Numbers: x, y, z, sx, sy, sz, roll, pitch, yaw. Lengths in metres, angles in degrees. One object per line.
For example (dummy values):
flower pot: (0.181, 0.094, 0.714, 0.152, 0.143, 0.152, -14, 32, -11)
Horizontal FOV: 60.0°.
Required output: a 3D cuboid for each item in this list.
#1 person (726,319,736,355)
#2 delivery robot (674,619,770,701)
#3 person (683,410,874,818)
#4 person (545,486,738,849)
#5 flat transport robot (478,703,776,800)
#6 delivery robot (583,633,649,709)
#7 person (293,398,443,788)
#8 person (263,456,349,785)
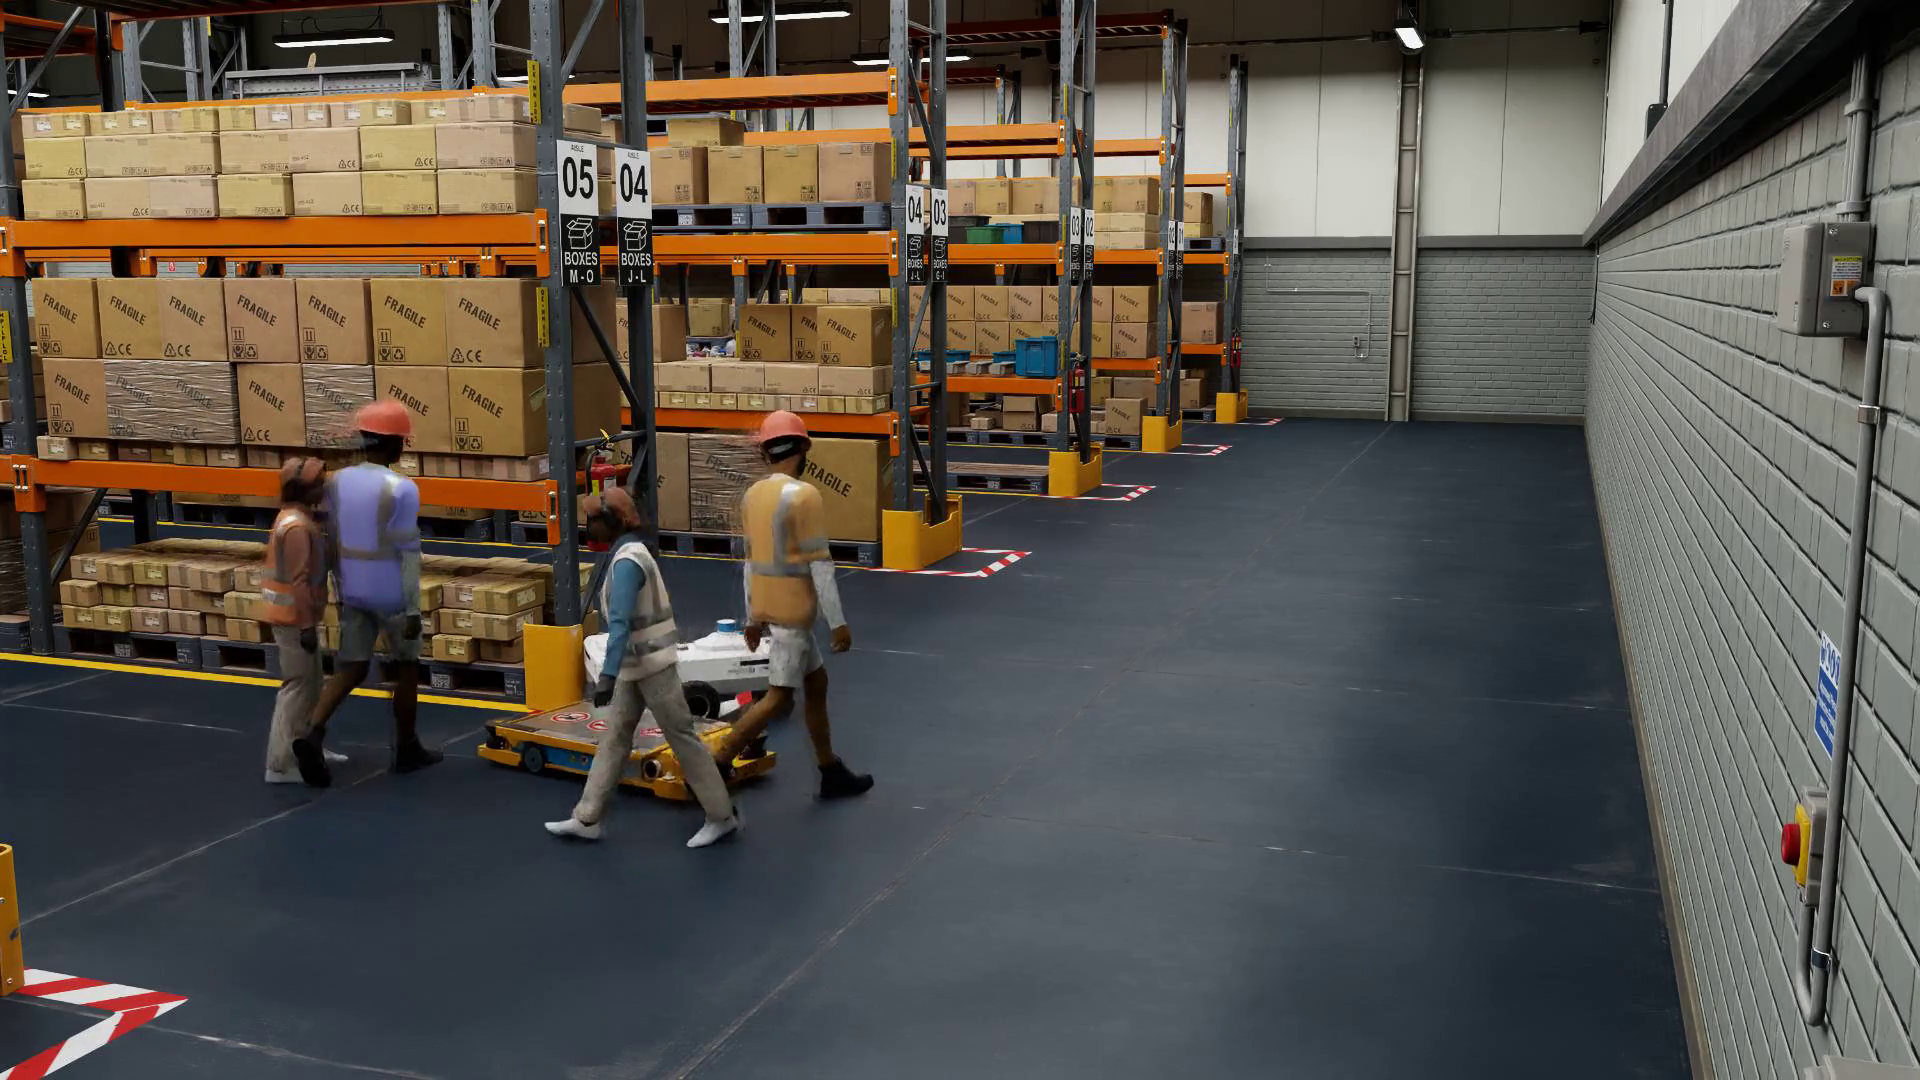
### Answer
person: (-3.194, -2.260, 23.971, 0.314, 1.871, 0.529, 3, 10, 19)
delivery robot: (-1.304, 0.690, 9.343, 0.707, 0.478, 0.477, -3, 10, -20)
person: (-0.863, 0.342, 7.727, 0.949, 1.872, 0.608, -6, 11, -31)
person: (-1.374, 0.563, 7.215, 0.841, 1.583, 0.632, -2, 9, -14)
flat transport robot: (-1.689, 1.030, 8.376, 1.431, 0.197, 0.652, 5, 11, 32)
delivery robot: (-1.902, 0.691, 9.338, 0.477, 0.478, 0.707, -3, 10, -20)
person: (-2.891, 0.273, 8.079, 0.573, 1.912, 0.813, 3, 10, 20)
person: (-3.294, 0.395, 8.217, 0.423, 1.625, 0.545, -4, 10, -23)
